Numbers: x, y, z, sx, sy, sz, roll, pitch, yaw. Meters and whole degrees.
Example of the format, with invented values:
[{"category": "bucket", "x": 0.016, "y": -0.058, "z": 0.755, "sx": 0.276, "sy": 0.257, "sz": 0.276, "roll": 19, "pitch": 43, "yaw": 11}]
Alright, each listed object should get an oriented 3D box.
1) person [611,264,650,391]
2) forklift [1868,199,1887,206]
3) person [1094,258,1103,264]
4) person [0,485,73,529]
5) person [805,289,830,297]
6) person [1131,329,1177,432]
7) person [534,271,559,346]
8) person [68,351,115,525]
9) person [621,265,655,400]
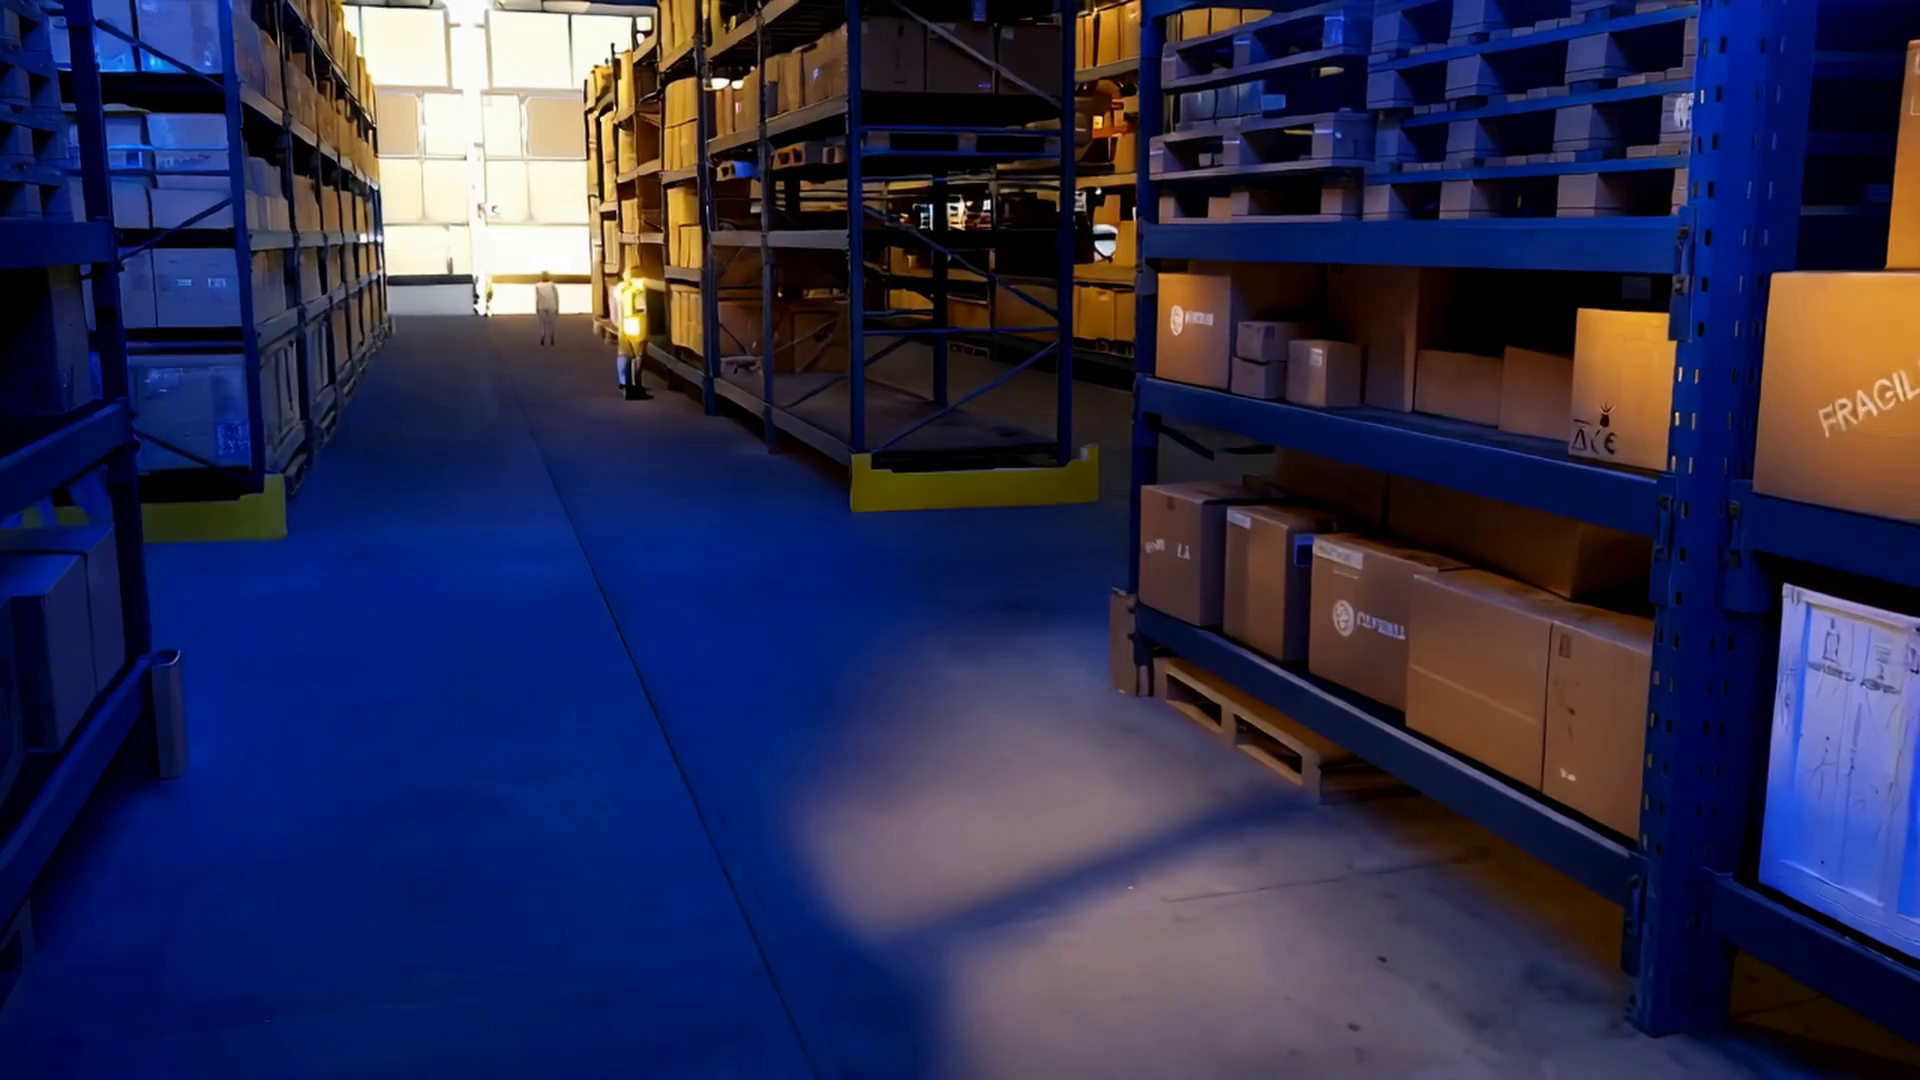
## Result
[{"category": "person", "x": -5.023, "y": -3.219, "z": 25.299, "sx": 0.630, "sy": 1.938, "sz": 0.366, "roll": 6, "pitch": 12, "yaw": 32}, {"category": "forklift", "x": 11.338, "y": -2.915, "z": 21.052, "sx": 1.129, "sy": 2.768, "sz": 1.873, "roll": -3, "pitch": 11, "yaw": -17}, {"category": "person", "x": 2.997, "y": -5.126, "z": 35.894, "sx": 0.549, "sy": 1.883, "sz": 0.985, "roll": -3, "pitch": 11, "yaw": -18}, {"category": "person", "x": -5.236, "y": -0.348, "z": 9.283, "sx": 0.395, "sy": 2.038, "sz": 0.615, "roll": 4, "pitch": 11, "yaw": 20}, {"category": "person", "x": -3.592, "y": -6.194, "z": 41.945, "sx": 0.653, "sy": 1.810, "sz": 0.846, "roll": -1, "pitch": 10, "yaw": -5}, {"category": "person", "x": 2.358, "y": -2.123, "z": 19.588, "sx": 0.698, "sy": 1.852, "sz": 0.729, "roll": 2, "pitch": 10, "yaw": 9}, {"category": "person", "x": -8.946, "y": -5.015, "z": 36.056, "sx": 0.513, "sy": 1.602, "sz": 0.821, "roll": -2, "pitch": 10, "yaw": -10}, {"category": "person", "x": -6.421, "y": -0.752, "z": 12.122, "sx": 0.461, "sy": 1.810, "sz": 0.615, "roll": -3, "pitch": 11, "yaw": -17}, {"category": "person", "x": -4.650, "y": -2.986, "z": 24.028, "sx": 0.375, "sy": 1.935, "sz": 0.551, "roll": -8, "pitch": 13, "yaw": -39}]
